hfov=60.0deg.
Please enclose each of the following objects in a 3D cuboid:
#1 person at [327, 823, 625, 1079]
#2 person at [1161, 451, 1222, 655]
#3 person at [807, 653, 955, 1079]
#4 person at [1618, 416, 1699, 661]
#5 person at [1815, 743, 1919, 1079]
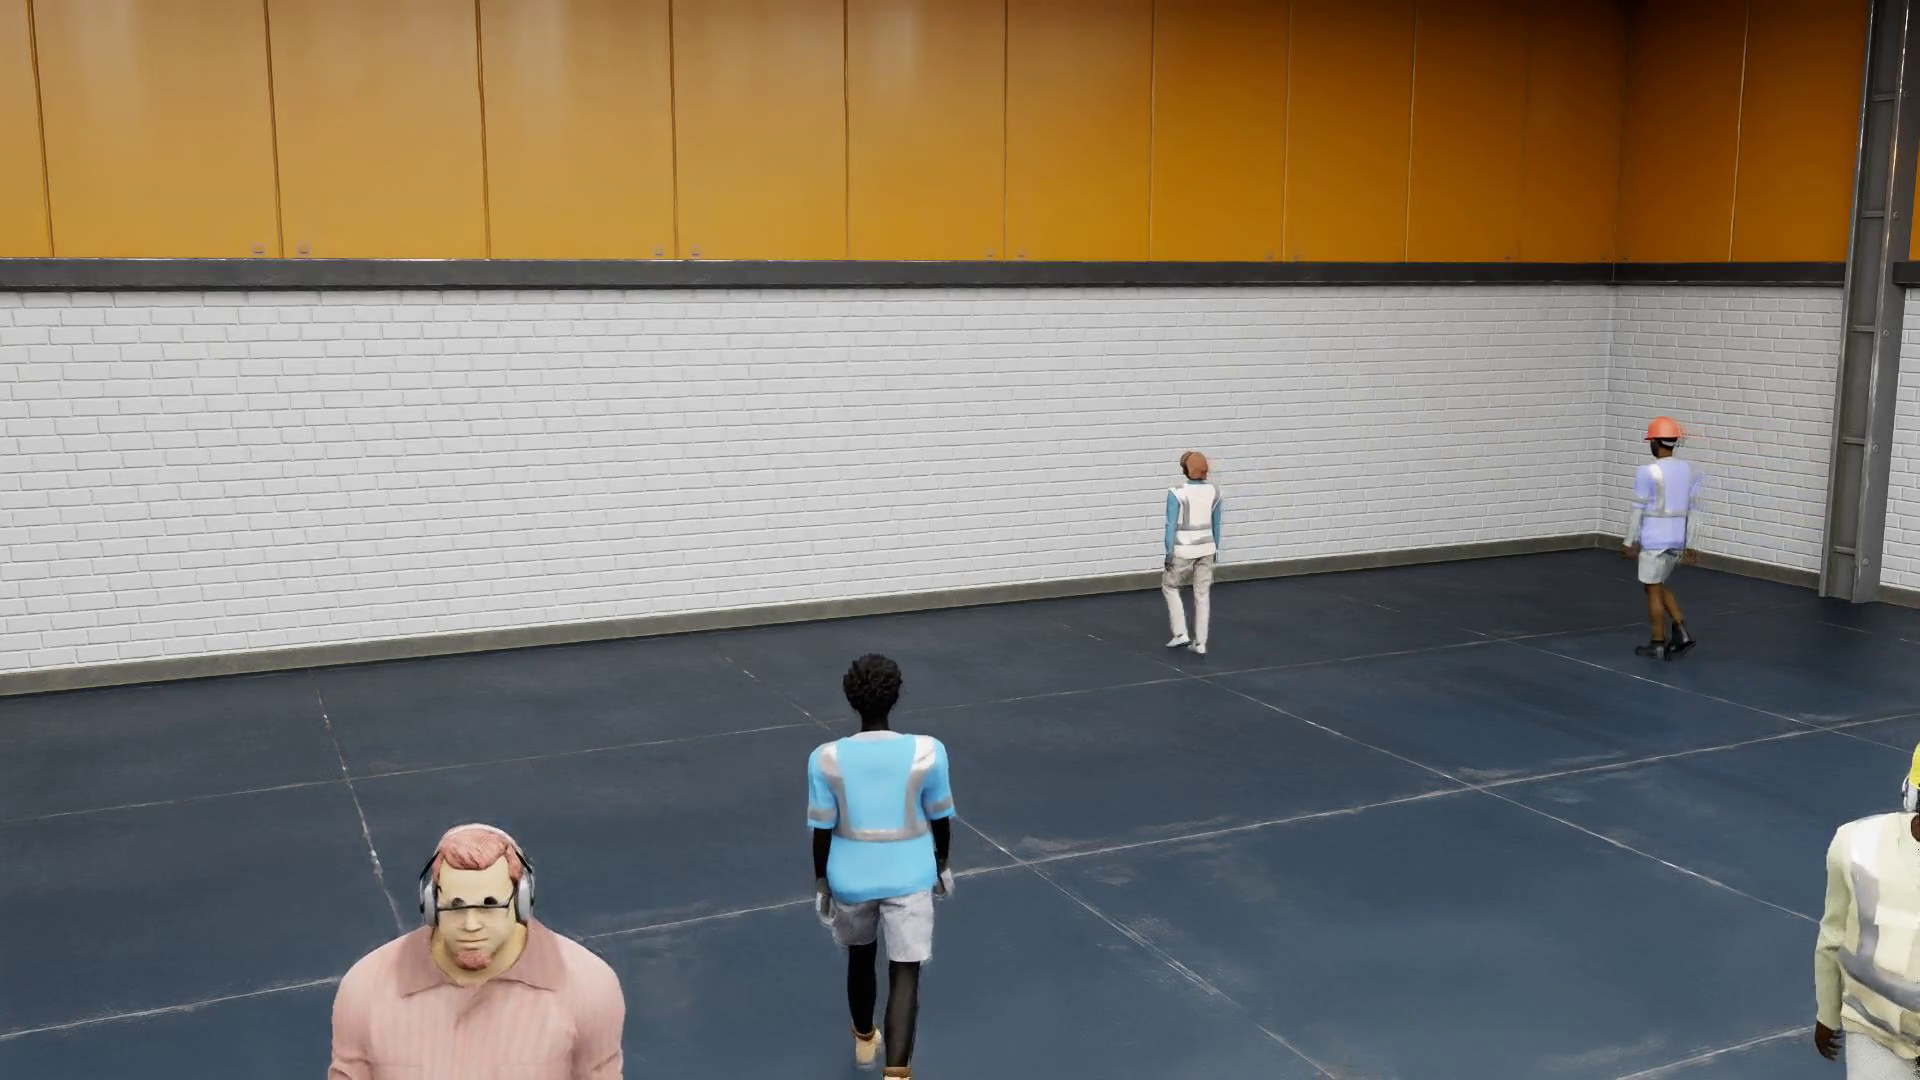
[{"bbox_3d":[-1.071,1.523,3.694,0.637,1.858,0.998,0,9,-1],"label":"person"},{"bbox_3d":[1.828,0.101,13.230,0.538,1.622,0.437,-4,10,-23],"label":"person"},{"bbox_3d":[-0.292,1.242,6.028,0.529,1.666,0.813,1,9,4],"label":"person"},{"bbox_3d":[5.449,-0.006,13.004,0.538,1.915,0.421,-4,10,-24],"label":"person"},{"bbox_3d":[2.797,1.386,4.791,0.611,1.785,0.941,5,10,27],"label":"person"}]
